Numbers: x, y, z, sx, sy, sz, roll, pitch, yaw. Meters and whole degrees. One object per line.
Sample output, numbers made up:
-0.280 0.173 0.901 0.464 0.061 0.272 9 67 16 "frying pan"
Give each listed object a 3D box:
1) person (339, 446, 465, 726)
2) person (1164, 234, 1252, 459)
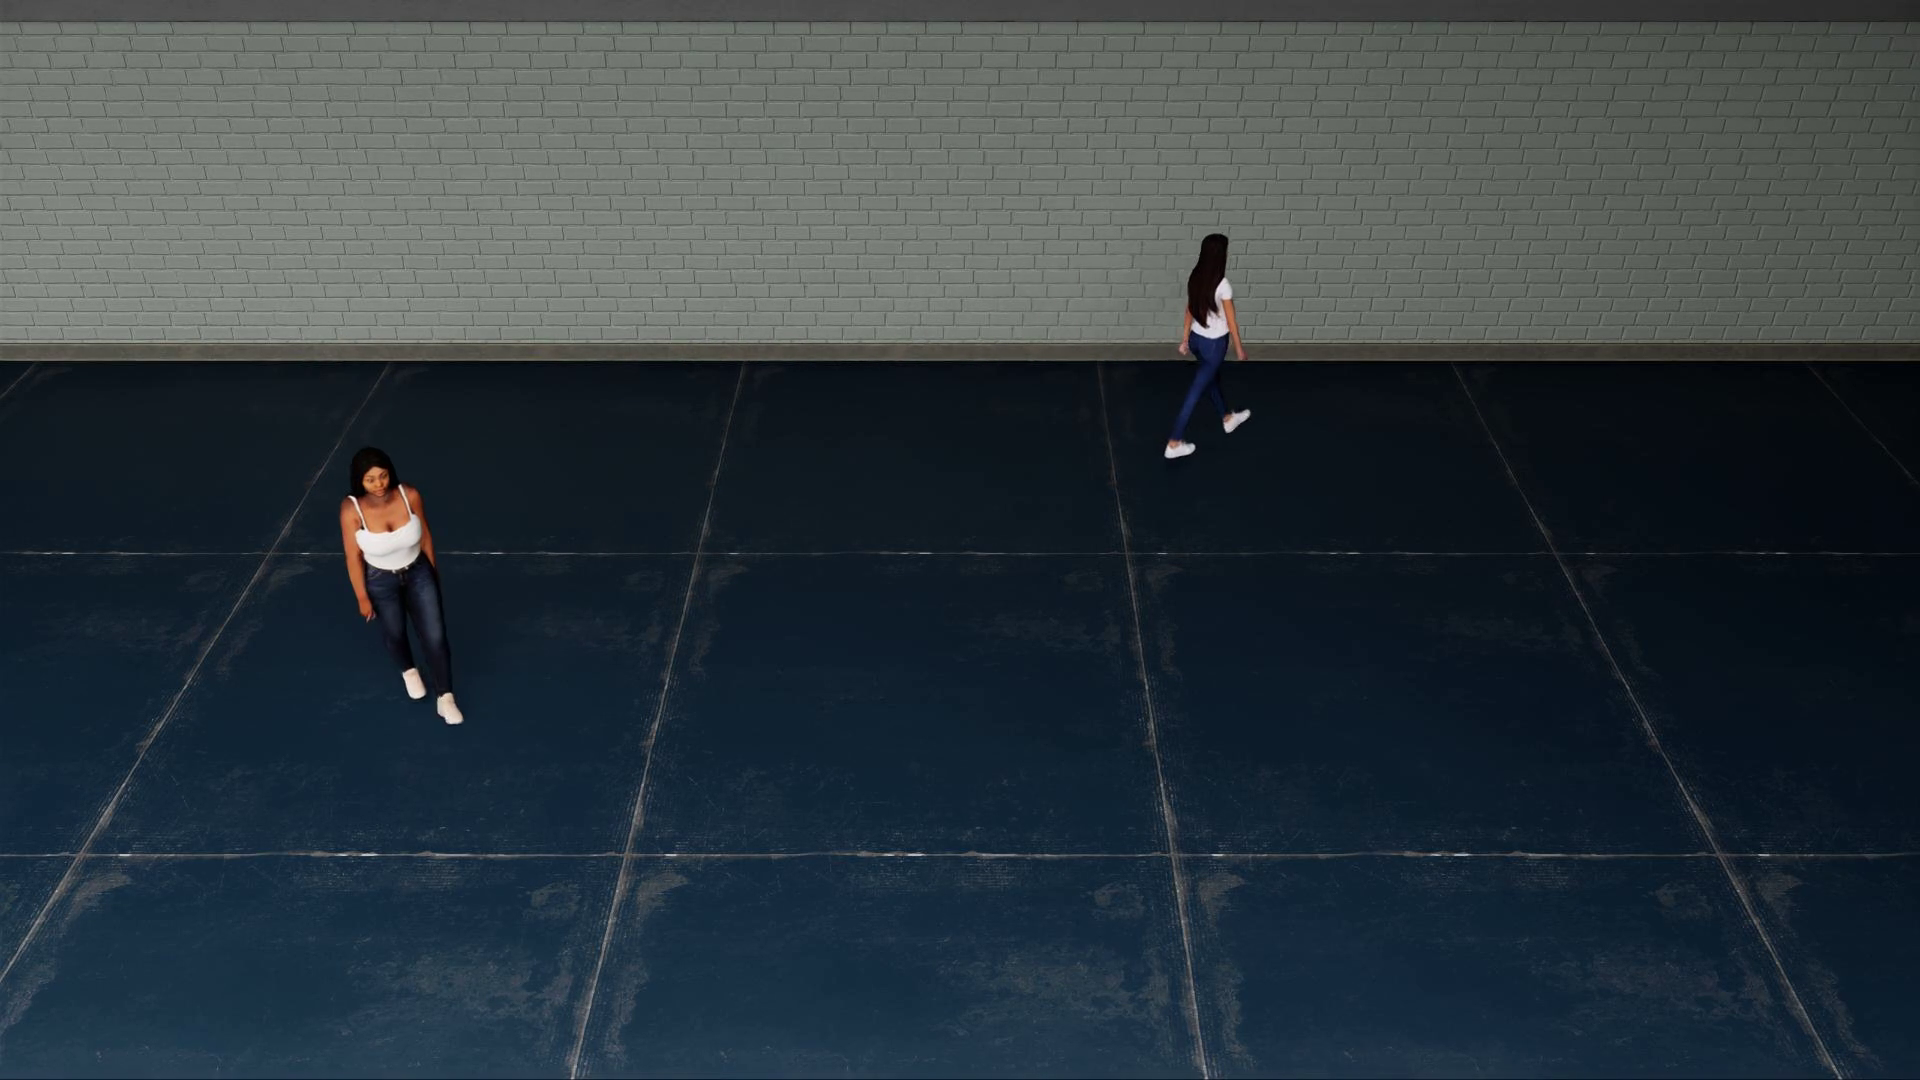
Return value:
-3.351 0.199 9.831 0.923 1.787 1.072 -16 36 -23 "person"
1.755 -1.378 12.307 0.979 1.732 1.100 -15 36 -22 "person"
